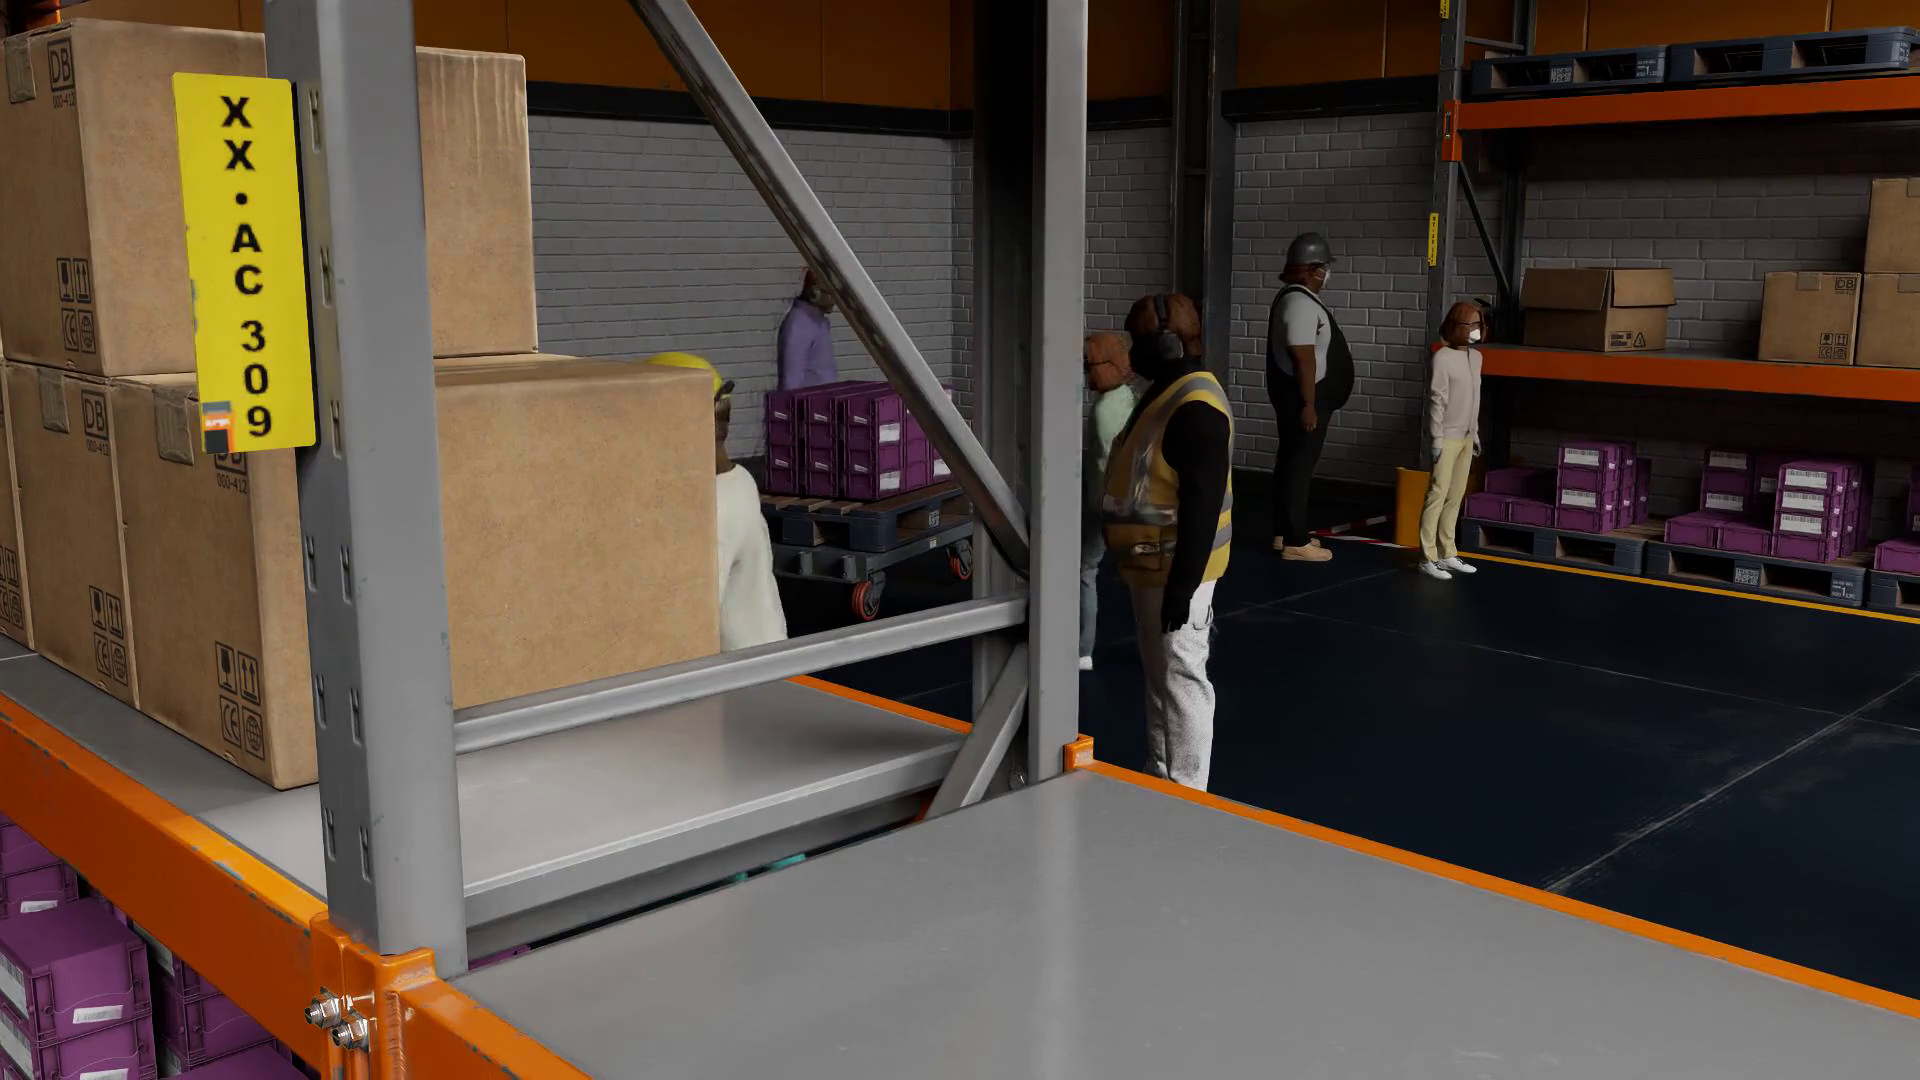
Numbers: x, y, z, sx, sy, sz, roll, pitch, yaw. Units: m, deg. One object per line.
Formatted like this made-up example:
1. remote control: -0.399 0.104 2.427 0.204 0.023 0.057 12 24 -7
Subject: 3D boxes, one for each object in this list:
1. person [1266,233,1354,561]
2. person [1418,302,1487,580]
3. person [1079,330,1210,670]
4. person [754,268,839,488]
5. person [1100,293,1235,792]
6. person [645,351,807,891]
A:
1. person: 2.198 -0.900 10.453 0.539 2.000 0.689 1 10 3
2. person: 2.937 -0.591 9.876 0.507 1.631 0.266 -10 14 -43
3. person: 0.744 -0.157 7.573 0.728 1.603 0.517 4 11 23
4. person: -1.065 -0.815 10.524 0.939 1.852 0.753 0 10 -2
5. person: 0.680 0.103 5.545 0.429 1.837 0.620 -1 10 -4
6. person: -0.593 0.380 4.307 0.472 1.733 0.536 -1 10 -8
